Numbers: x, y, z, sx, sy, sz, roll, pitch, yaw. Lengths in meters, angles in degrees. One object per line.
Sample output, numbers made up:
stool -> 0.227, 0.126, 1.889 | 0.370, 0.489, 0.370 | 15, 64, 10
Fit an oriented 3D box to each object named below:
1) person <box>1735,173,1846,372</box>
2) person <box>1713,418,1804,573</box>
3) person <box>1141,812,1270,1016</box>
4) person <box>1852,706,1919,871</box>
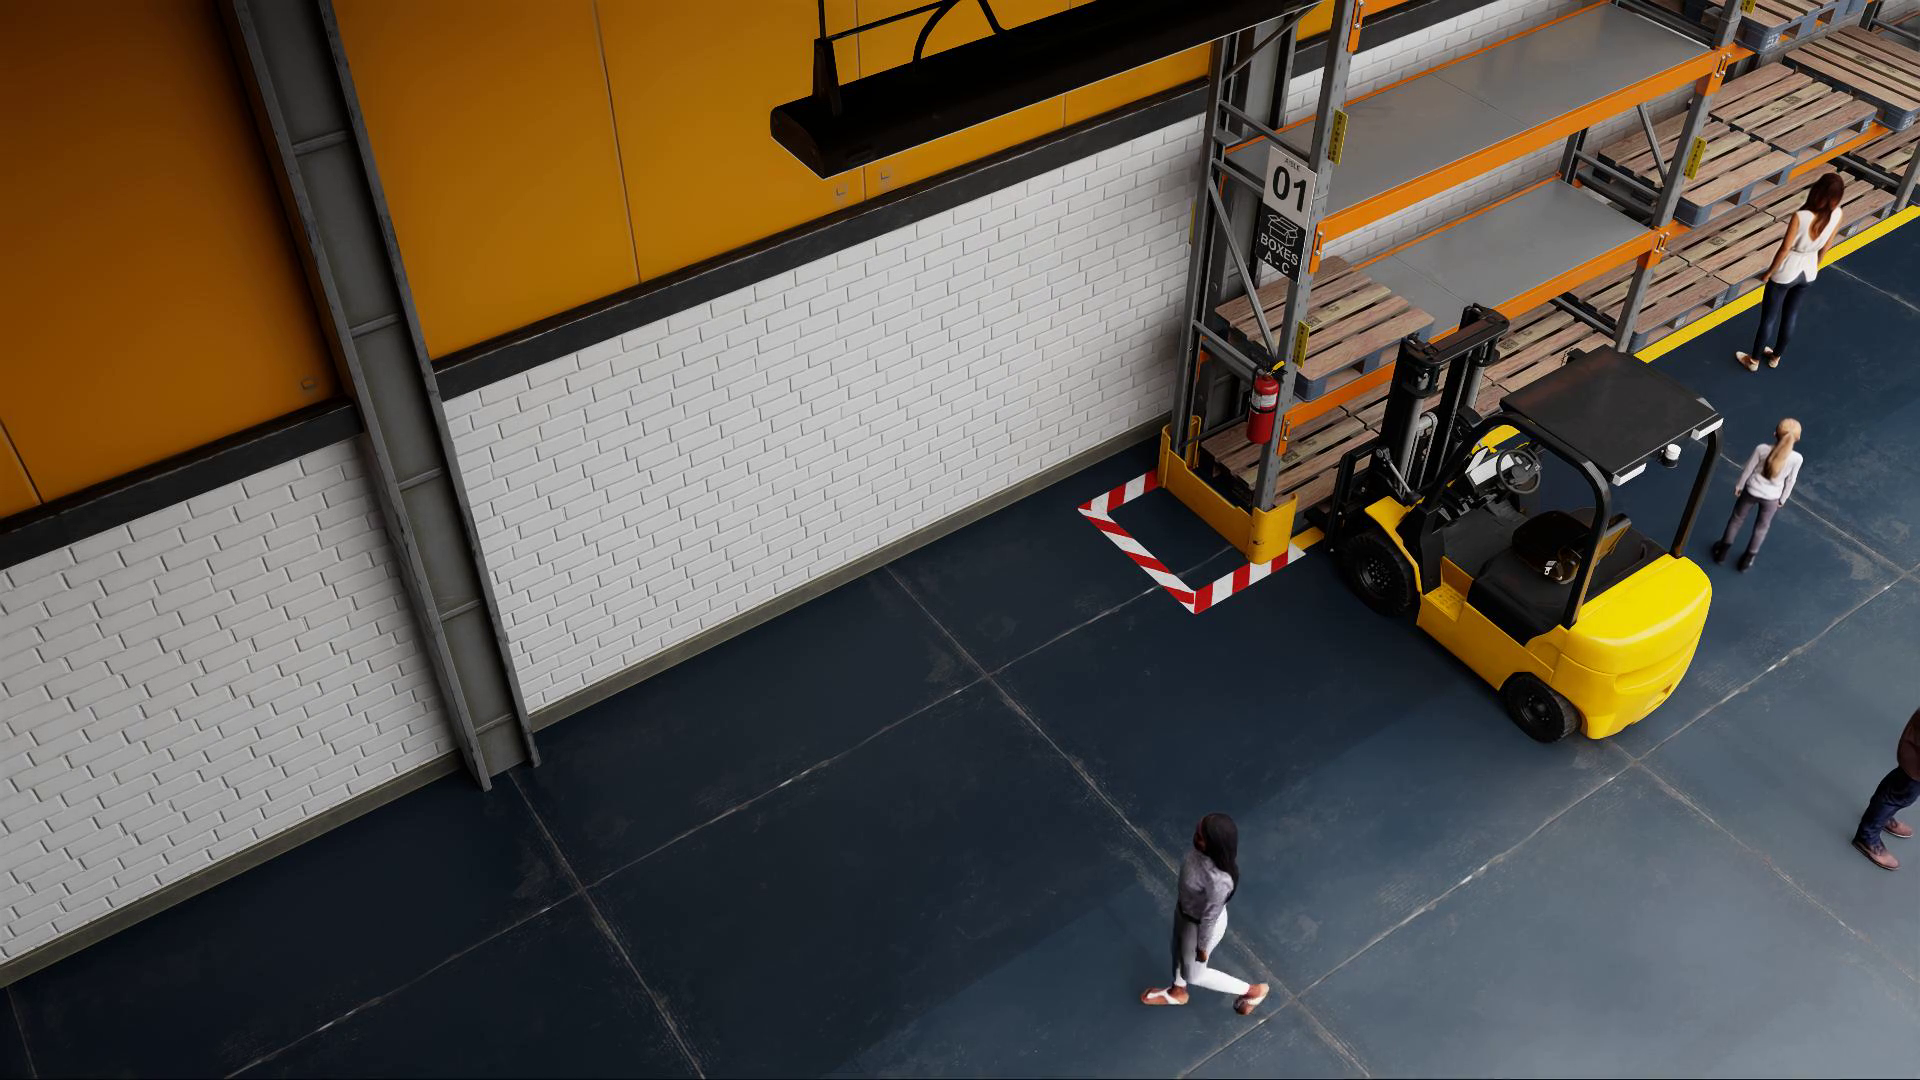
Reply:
person -> 6.590, -2.097, 13.128 | 0.606, 1.785, 0.721 | -6, 44, -6
person -> 5.609, -0.324, 11.638 | 0.567, 1.274, 0.593 | 22, 48, 22
person -> 1.362, 2.023, 8.855 | 1.009, 1.714, 0.894 | 1, 44, 1
person -> 5.659, 1.166, 9.656 | 0.891, 1.849, 0.727 | 29, 51, 27
